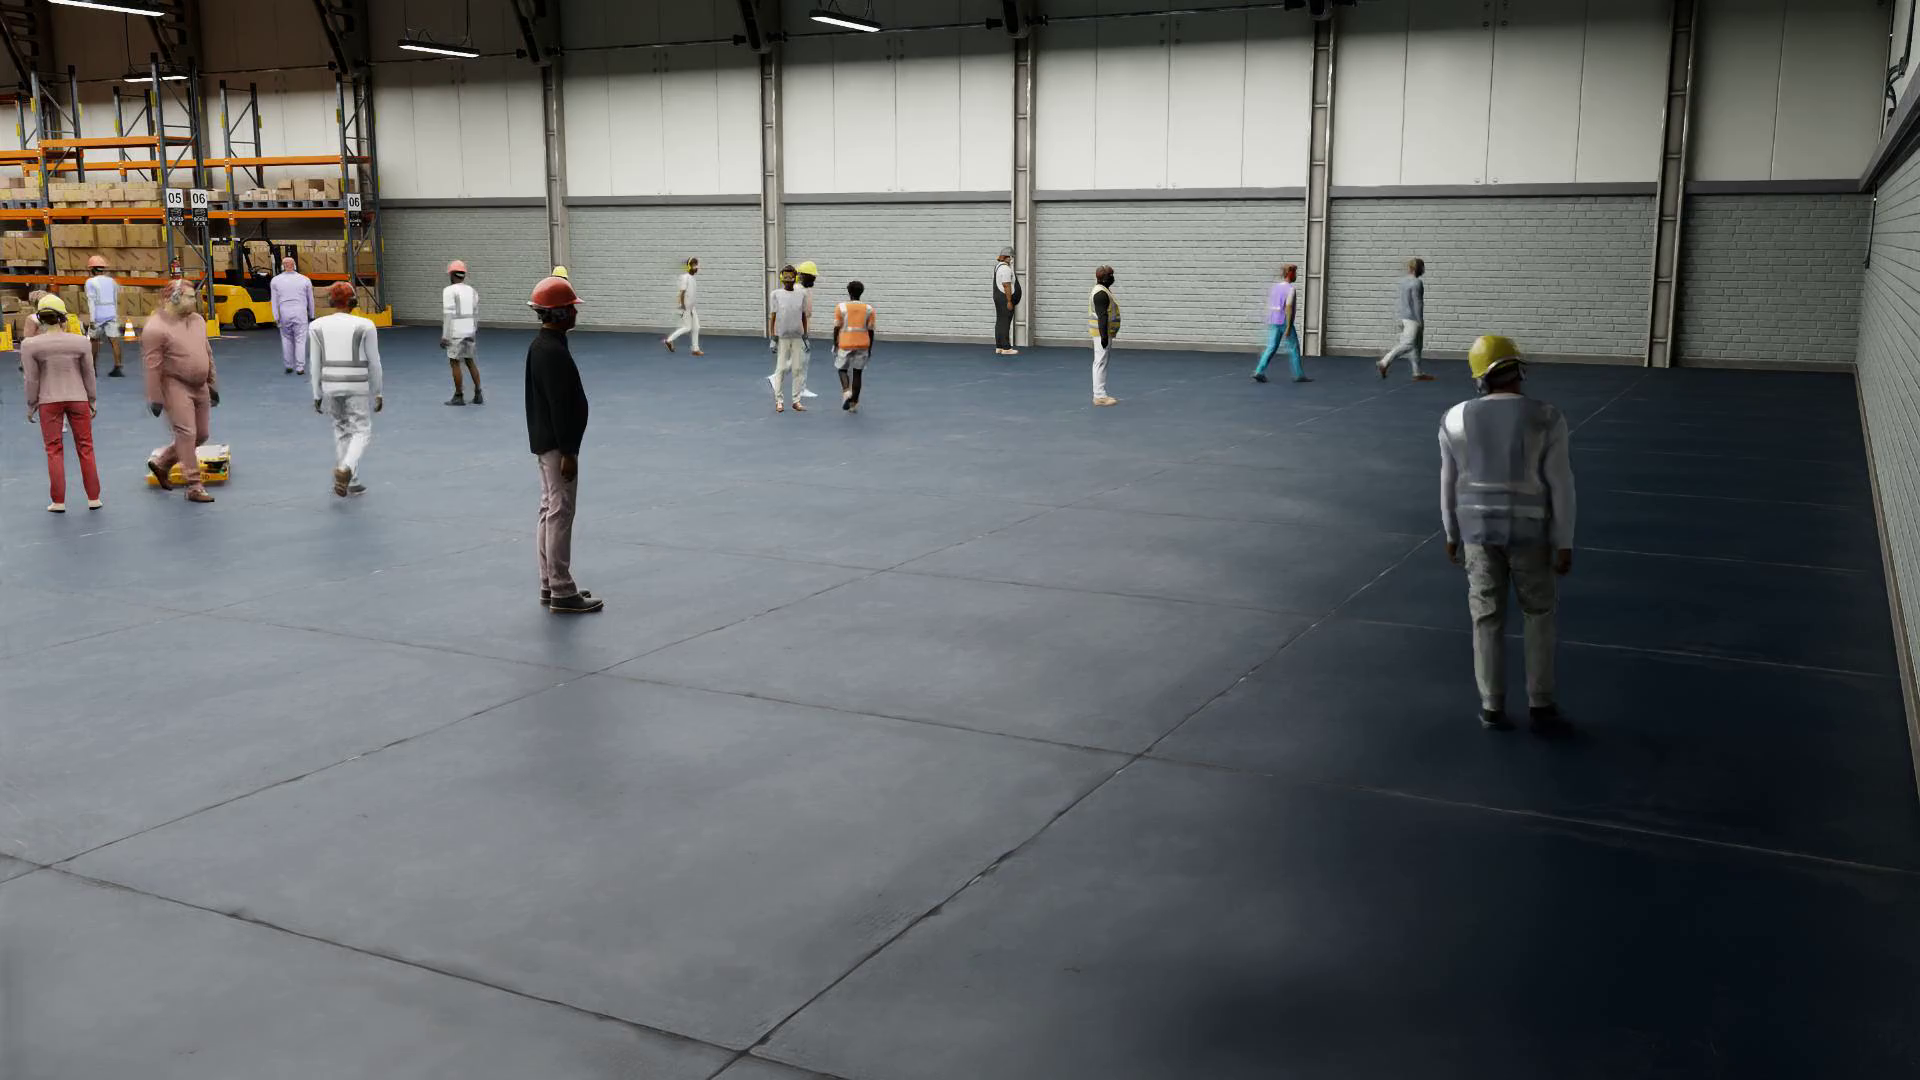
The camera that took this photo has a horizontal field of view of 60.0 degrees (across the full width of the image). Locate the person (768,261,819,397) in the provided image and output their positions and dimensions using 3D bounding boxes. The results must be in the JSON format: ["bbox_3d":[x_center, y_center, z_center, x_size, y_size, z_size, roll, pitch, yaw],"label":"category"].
[{"bbox_3d":[-2.270,-2.913,23.041,0.685,1.898,0.599,2,11,8],"label":"person"}]

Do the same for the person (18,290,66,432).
[{"bbox_3d":[-10.432,-2.019,18.907,0.481,1.621,0.517,2,11,11],"label":"person"}]

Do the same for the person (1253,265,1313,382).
[{"bbox_3d":[4.921,-3.291,25.354,0.947,1.805,0.593,-4,11,-20],"label":"person"}]

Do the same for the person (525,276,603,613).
[{"bbox_3d":[-2.392,-0.565,9.942,0.373,1.997,0.619,-4,11,-22],"label":"person"}]

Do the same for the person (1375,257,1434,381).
[{"bbox_3d":[6.857,-3.380,25.534,0.867,1.916,0.631,1,10,4],"label":"person"}]

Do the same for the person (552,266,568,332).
[{"bbox_3d":[-6.186,-3.344,25.738,0.329,1.765,0.526,1,10,4],"label":"person"}]

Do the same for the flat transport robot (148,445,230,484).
[{"bbox_3d":[-7.174,-0.720,15.499,0.652,0.197,1.431,-4,11,-22],"label":"flat transport robot"}]

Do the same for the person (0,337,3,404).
[{"bbox_3d":[-12.962,-2.733,21.928,0.377,1.940,0.628,6,12,28],"label":"person"}]

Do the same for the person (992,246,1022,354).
[{"bbox_3d":[0.901,-4.551,31.560,0.536,2.000,0.673,-3,11,-15],"label":"person"}]

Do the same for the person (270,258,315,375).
[{"bbox_3d":[-10.820,-3.635,27.037,0.637,1.866,0.887,-3,11,-17],"label":"person"}]

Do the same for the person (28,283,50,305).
[{"bbox_3d":[-22.414,-6.103,40.508,0.488,1.861,0.539,5,12,26],"label":"person"}]

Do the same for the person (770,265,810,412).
[{"bbox_3d":[-2.167,-2.562,21.204,0.533,1.861,0.314,-4,11,-23],"label":"person"}]

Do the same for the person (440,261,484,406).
[{"bbox_3d":[-6.602,-2.711,21.967,0.427,1.909,0.620,6,12,29],"label":"person"}]

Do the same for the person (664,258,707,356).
[{"bbox_3d":[-5.131,-4.351,31.036,0.715,1.839,0.566,3,11,15],"label":"person"}]

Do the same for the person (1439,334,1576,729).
[{"bbox_3d":[2.490,-0.036,7.624,0.628,1.796,0.436,6,12,31],"label":"person"}]

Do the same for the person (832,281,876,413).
[{"bbox_3d":[-1.334,-2.432,20.994,0.569,1.668,0.456,-3,11,-14],"label":"person"}]

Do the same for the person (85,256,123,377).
[{"bbox_3d":[-13.680,-3.540,26.422,0.915,1.896,0.576,5,12,27],"label":"person"}]

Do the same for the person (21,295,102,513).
[{"bbox_3d":[-7.296,-1.101,13.514,0.523,1.763,0.329,-7,13,-34],"label":"person"}]

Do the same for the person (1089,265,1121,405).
[{"bbox_3d":[1.922,-2.721,22.117,0.429,1.846,0.633,0,10,3],"label":"person"}]

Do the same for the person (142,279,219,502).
[{"bbox_3d":[-6.647,-1.281,14.164,0.787,1.877,0.662,3,11,17],"label":"person"}]

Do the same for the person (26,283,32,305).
[{"bbox_3d":[-24.771,-6.876,44.584,0.383,1.921,0.587,5,12,27],"label":"person"}]

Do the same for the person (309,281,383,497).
[{"bbox_3d":[-5.221,-1.255,14.100,0.578,1.864,0.731,0,10,0],"label":"person"}]
